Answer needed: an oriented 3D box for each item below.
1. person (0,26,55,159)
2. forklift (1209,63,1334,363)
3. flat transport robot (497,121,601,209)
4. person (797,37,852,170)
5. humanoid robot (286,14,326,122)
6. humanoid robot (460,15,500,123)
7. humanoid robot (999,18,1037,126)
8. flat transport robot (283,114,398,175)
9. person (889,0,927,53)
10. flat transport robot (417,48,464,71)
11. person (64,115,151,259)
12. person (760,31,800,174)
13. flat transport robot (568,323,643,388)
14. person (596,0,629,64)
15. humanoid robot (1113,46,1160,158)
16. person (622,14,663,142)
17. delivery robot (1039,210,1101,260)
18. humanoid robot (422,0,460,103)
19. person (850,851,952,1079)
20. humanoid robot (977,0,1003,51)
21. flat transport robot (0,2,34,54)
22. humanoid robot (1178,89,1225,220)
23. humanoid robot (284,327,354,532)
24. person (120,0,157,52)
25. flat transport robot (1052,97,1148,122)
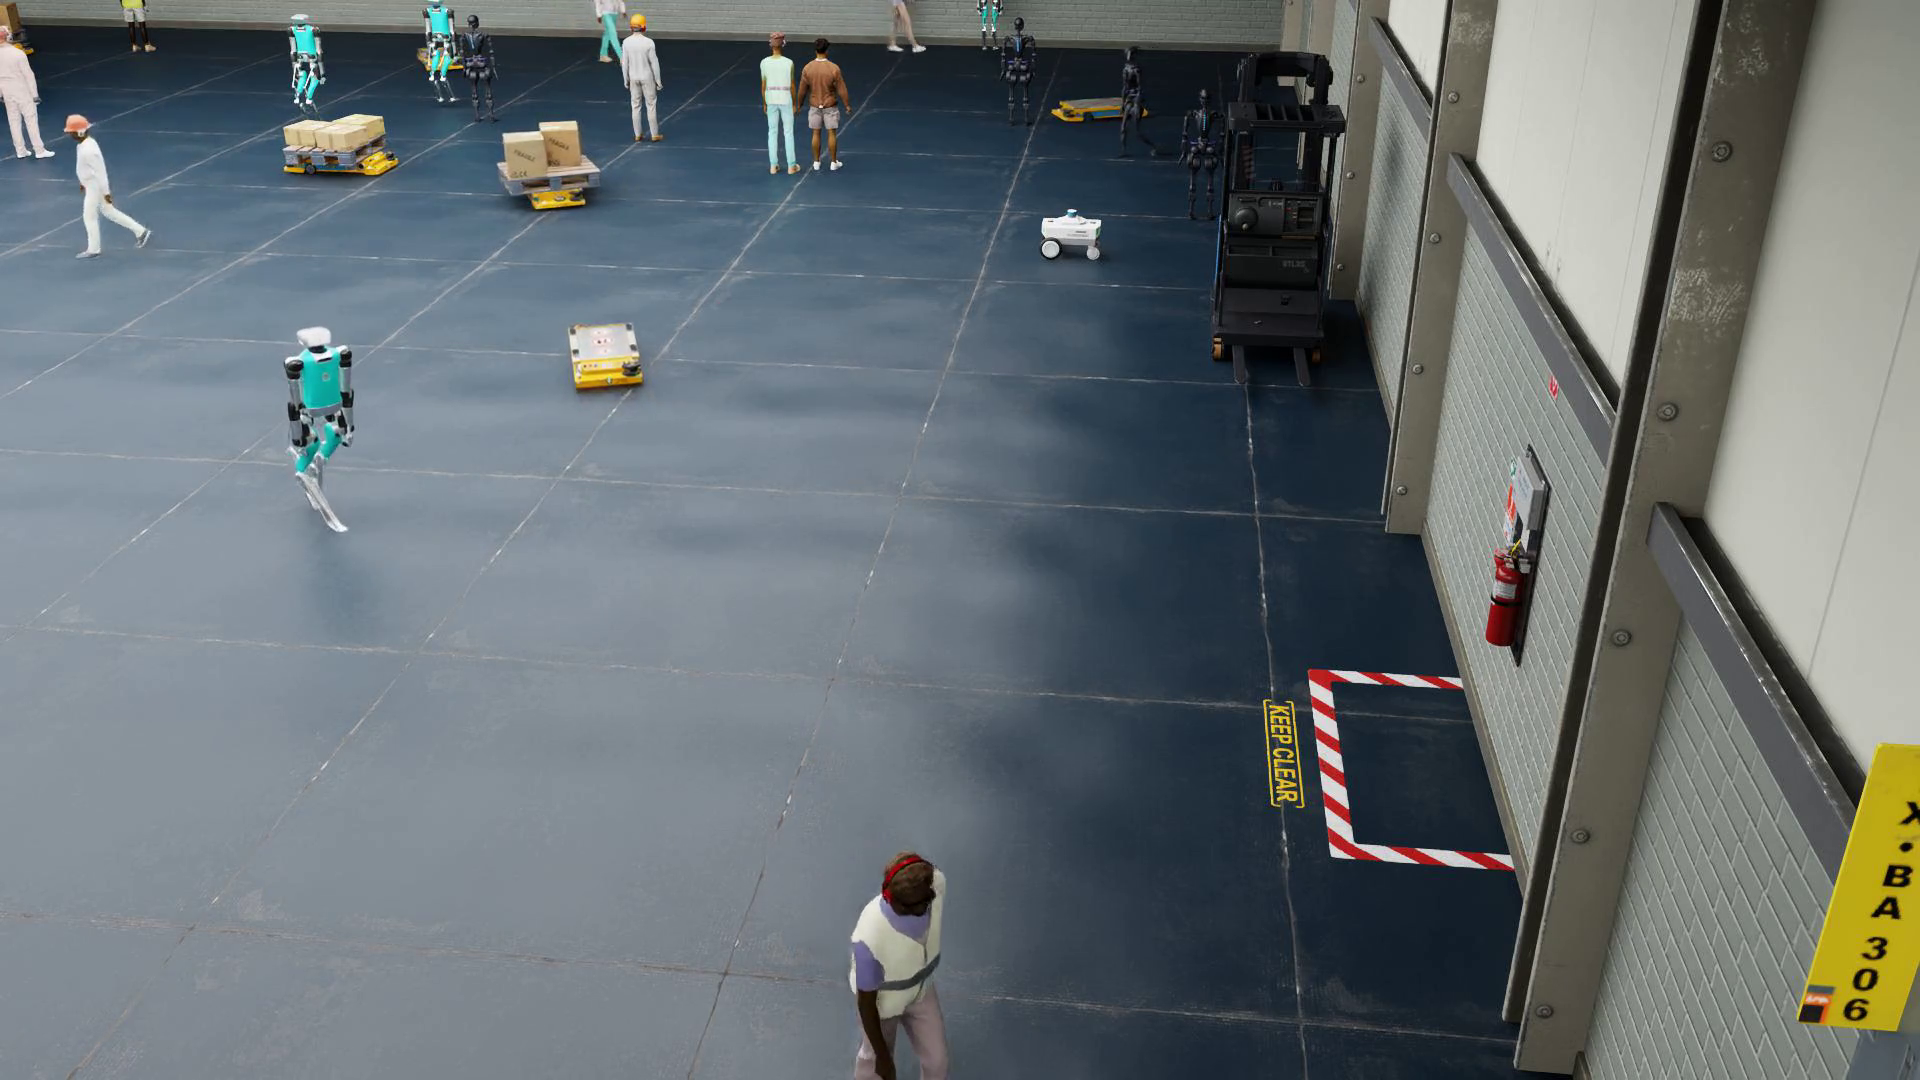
[{"bbox_3d":[-13.822,-6.564,24.415,0.653,1.905,0.410,3,27,6],"label":"person"},{"bbox_3d":[3.241,-3.477,17.183,1.129,2.768,1.873,3,27,6],"label":"forklift"},{"bbox_3d":[-5.601,-4.793,22.707,0.659,0.231,1.431,-11,29,-21],"label":"flat transport robot"},{"bbox_3d":[-1.963,-6.239,23.821,0.804,1.854,0.382,3,27,6],"label":"person"},{"bbox_3d":[-10.212,-7.266,25.855,0.533,1.677,0.735,3,27,6],"label":"humanoid robot"},{"bbox_3d":[-7.706,-7.544,26.610,0.599,1.657,0.315,3,27,6],"label":"humanoid robot"},{"bbox_3d":[0.921,-7.432,26.390,0.599,1.655,0.315,3,27,6],"label":"humanoid robot"},{"bbox_3d":[-8.950,-5.469,24.056,1.431,0.231,0.659,3,27,6],"label":"flat transport robot"},{"bbox_3d":[-1.000,-10.321,31.997,0.917,1.841,0.506,7,28,15],"label":"person"},{"bbox_3d":[-9.731,-9.003,31.111,0.659,0.231,1.431,-11,29,-21],"label":"flat transport robot"},{"bbox_3d":[-10.376,-4.290,20.077,0.796,1.722,0.548,-10,28,-20],"label":"person"},{"bbox_3d":[-2.559,-6.193,23.597,0.492,1.977,0.389,3,27,6],"label":"person"},{"bbox_3d":[-3.619,-1.894,16.919,0.659,0.231,1.431,-6,27,-13],"label":"flat transport robot"},{"bbox_3d":[-6.465,-9.780,30.885,1.036,1.859,0.495,17,31,30],"label":"person"},{"bbox_3d":[2.623,-6.451,24.467,0.654,1.625,0.616,-9,28,-17],"label":"humanoid robot"},{"bbox_3d":[-4.851,-7.046,25.391,0.587,1.894,0.362,3,27,6],"label":"person"},{"bbox_3d":[1.353,-3.728,20.229,0.739,0.566,0.499,3,27,6],"label":"delivery robot"},{"bbox_3d":[-8.616,-8.057,27.434,0.533,1.677,0.735,3,27,6],"label":"humanoid robot"},{"bbox_3d":[-0.250,2.056,7.334,0.802,1.781,0.583,22,34,37],"label":"person"},{"bbox_3d":[0.551,-10.156,31.624,0.533,1.677,0.735,3,27,6],"label":"humanoid robot"},{"bbox_3d":[-18.626,-9.385,31.874,1.431,0.231,0.659,3,27,6],"label":"flat transport robot"},{"bbox_3d":[3.131,-4.989,21.512,0.599,1.655,0.315,3,27,6],"label":"humanoid robot"},{"bbox_3d":[-5.232,-0.910,13.388,0.942,1.809,0.555,23,34,38],"label":"humanoid robot"},{"bbox_3d":[-15.944,-10.297,32.098,0.541,1.695,0.316,3,27,6],"label":"person"},{"bbox_3d":[2.278,-7.026,27.165,1.431,0.231,0.659,-8,28,-16],"label":"flat transport robot"}]
